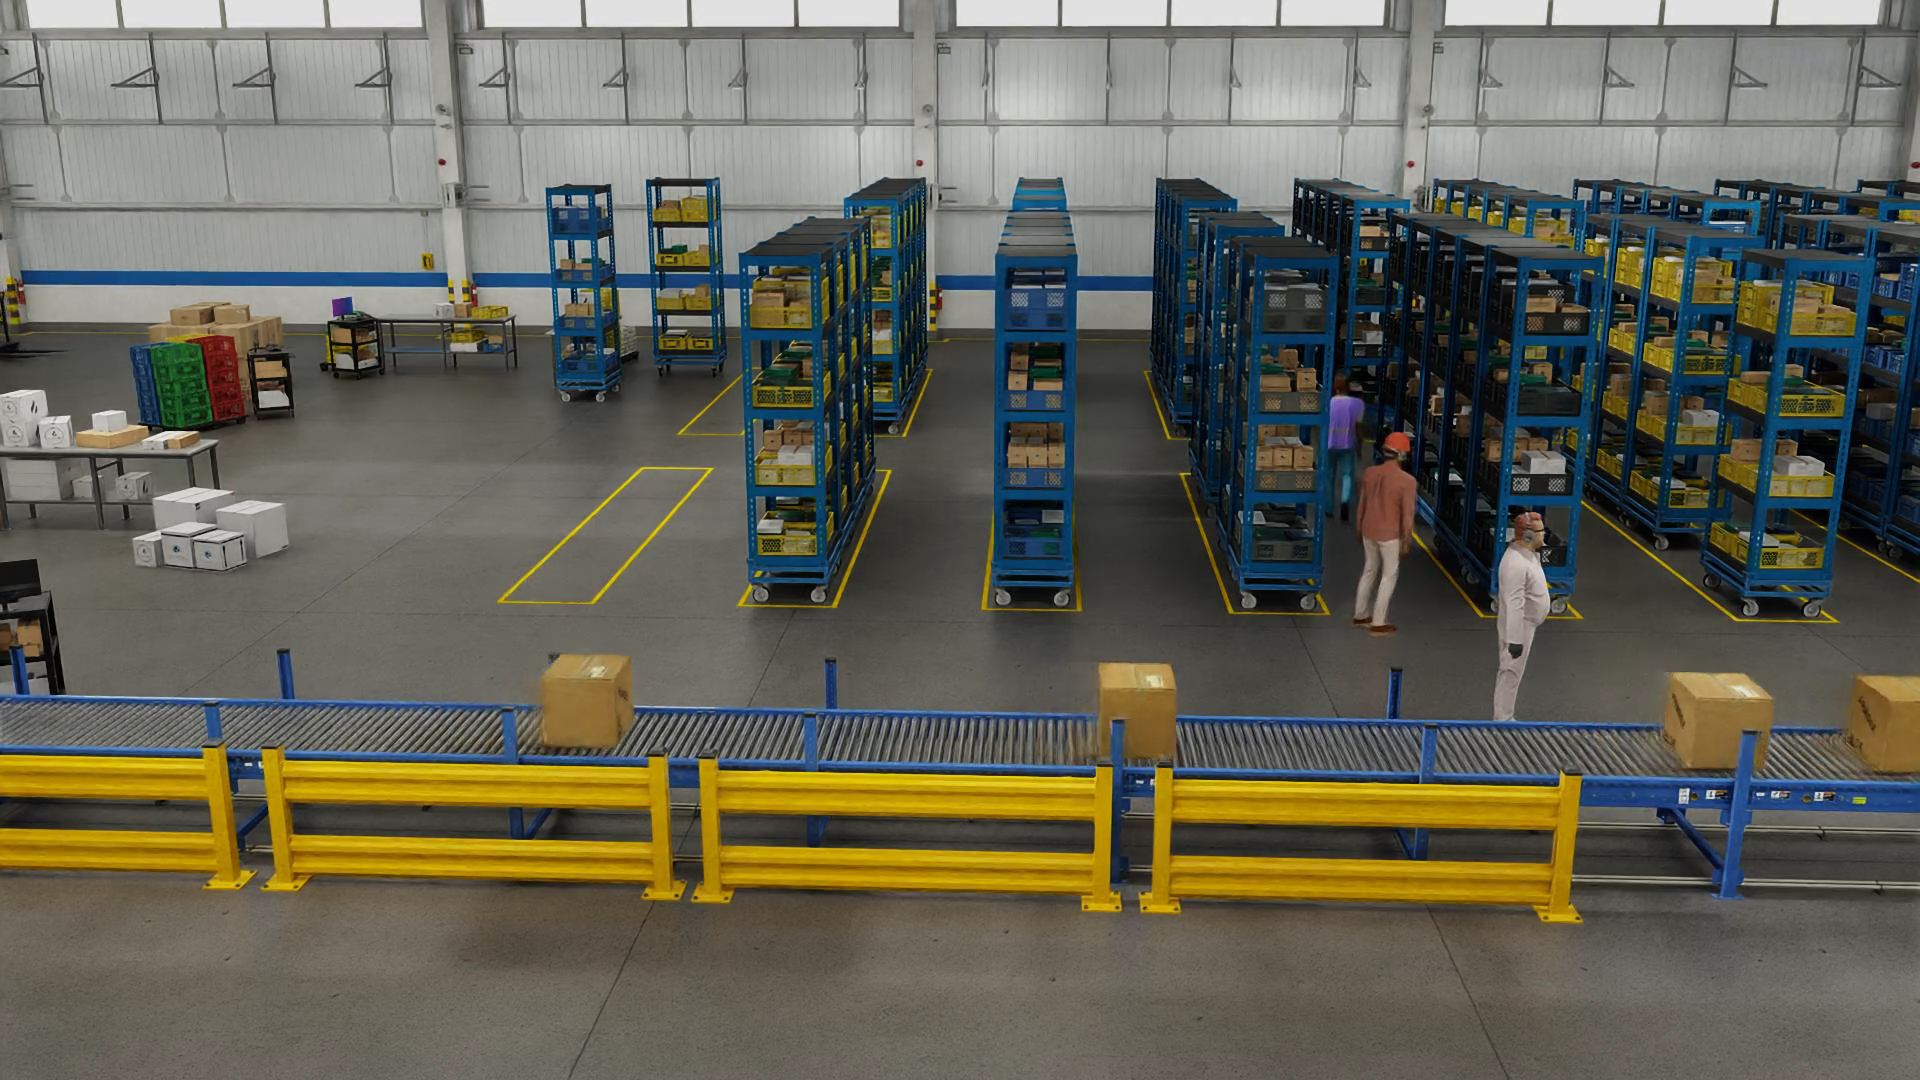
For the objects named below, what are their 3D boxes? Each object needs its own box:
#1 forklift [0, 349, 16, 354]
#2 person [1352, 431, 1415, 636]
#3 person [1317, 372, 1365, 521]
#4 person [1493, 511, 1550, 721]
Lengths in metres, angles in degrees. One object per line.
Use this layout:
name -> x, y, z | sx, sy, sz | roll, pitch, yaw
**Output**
forklift -> -19.855, -4.943, 32.430 | 1.873, 2.768, 1.129 | 1, 15, 3
person -> 4.109, -0.073, 16.074 | 0.474, 1.976, 0.624 | -11, 19, -36
person -> 4.618, -1.122, 20.231 | 0.574, 1.831, 0.668 | 2, 15, 8
person -> 4.484, 0.706, 13.294 | 0.410, 1.913, 0.651 | 6, 16, 21
